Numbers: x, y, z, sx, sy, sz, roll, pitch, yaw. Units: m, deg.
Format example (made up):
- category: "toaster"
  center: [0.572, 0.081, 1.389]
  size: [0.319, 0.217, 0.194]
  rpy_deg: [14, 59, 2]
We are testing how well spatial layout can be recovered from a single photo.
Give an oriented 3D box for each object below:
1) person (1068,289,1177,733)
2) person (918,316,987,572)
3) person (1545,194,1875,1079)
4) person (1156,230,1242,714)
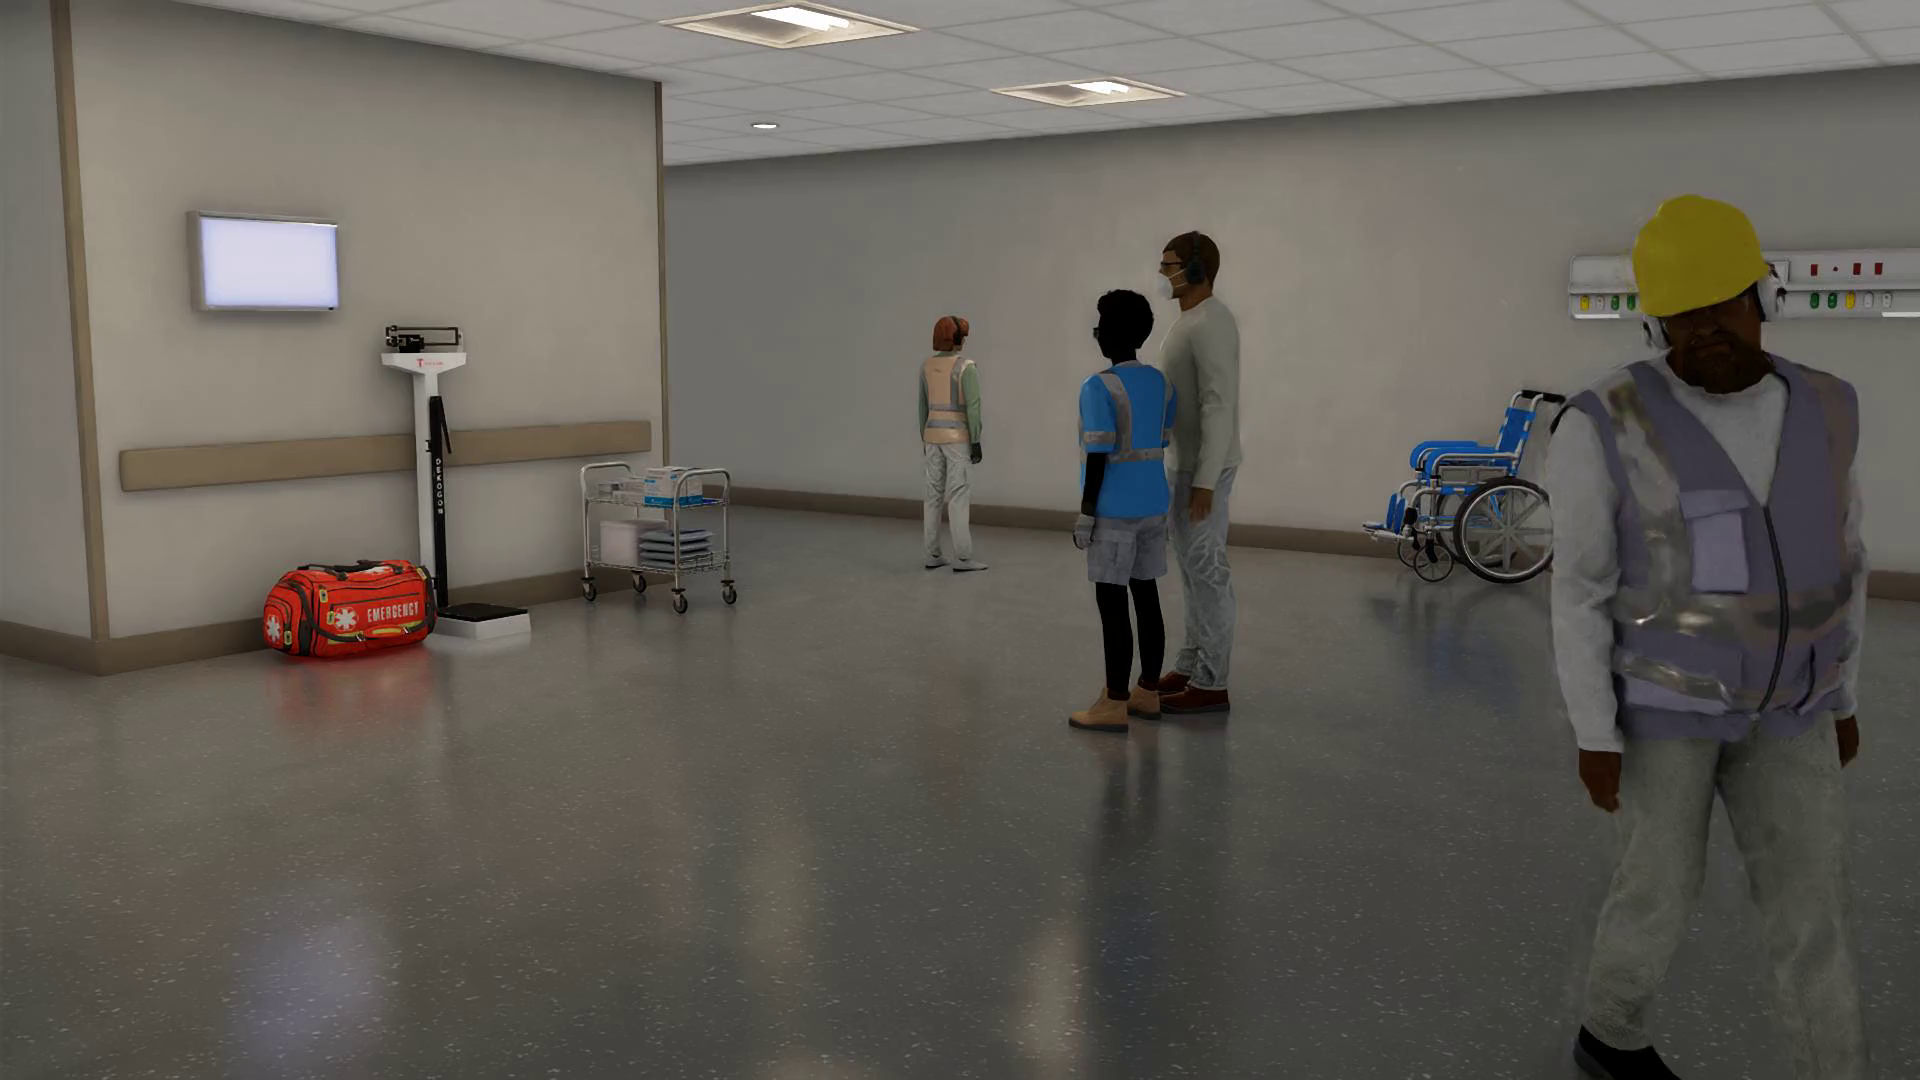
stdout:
- category: "person"
  center: [0.626, -0.111, 6.416]
  size: [0.318, 1.697, 0.535]
  rpy_deg: [6, 9, 38]
- category: "person"
  center: [-0.063, -0.615, 10.696]
  size: [0.514, 1.641, 0.309]
  rpy_deg: [7, 10, 43]
- category: "person"
  center: [1.382, 0.282, 2.997]
  size: [0.641, 1.772, 0.825]
  rpy_deg: [-1, 7, -5]
- category: "person"
  center: [0.946, -0.269, 6.721]
  size: [0.375, 1.940, 0.627]
  rpy_deg: [0, 7, -1]
